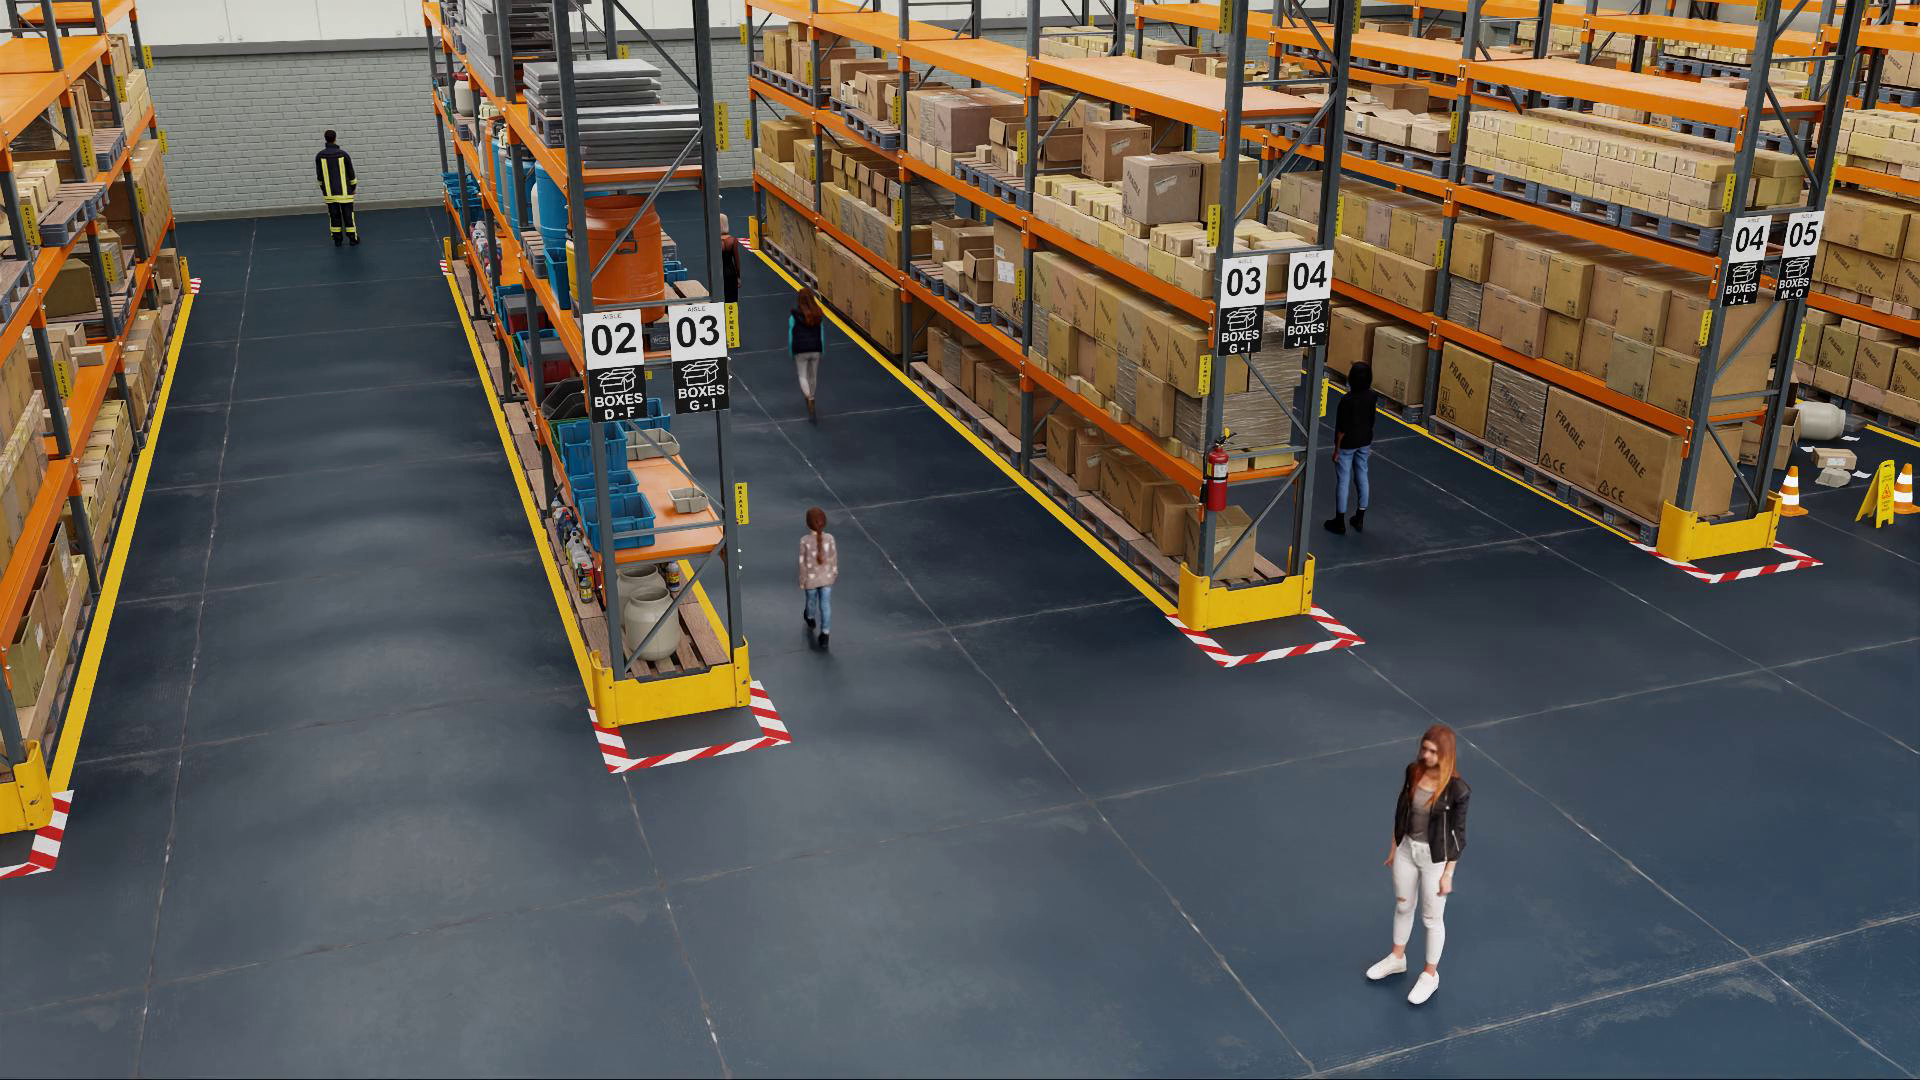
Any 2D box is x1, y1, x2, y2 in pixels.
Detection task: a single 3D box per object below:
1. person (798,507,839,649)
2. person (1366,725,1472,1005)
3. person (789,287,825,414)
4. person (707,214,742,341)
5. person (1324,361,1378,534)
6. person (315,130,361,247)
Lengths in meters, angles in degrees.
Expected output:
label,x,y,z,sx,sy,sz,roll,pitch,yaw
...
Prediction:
label,x,y,z,sx,sy,sz,roll,pitch,yaw
person,-1.155,0.331,13.697,0.551,1.167,0.806,-6,23,-13
person,2.629,1.798,9.404,0.712,1.701,0.565,-17,28,-35
person,-1.775,-2.194,19.454,0.587,1.482,0.857,-6,23,-15
person,-3.171,-3.501,22.312,0.646,1.738,0.572,-3,22,-8
person,3.784,-0.896,15.990,0.556,1.701,0.519,-8,24,-19
person,-10.488,-5.938,28.020,0.822,1.927,0.721,-4,23,-10
